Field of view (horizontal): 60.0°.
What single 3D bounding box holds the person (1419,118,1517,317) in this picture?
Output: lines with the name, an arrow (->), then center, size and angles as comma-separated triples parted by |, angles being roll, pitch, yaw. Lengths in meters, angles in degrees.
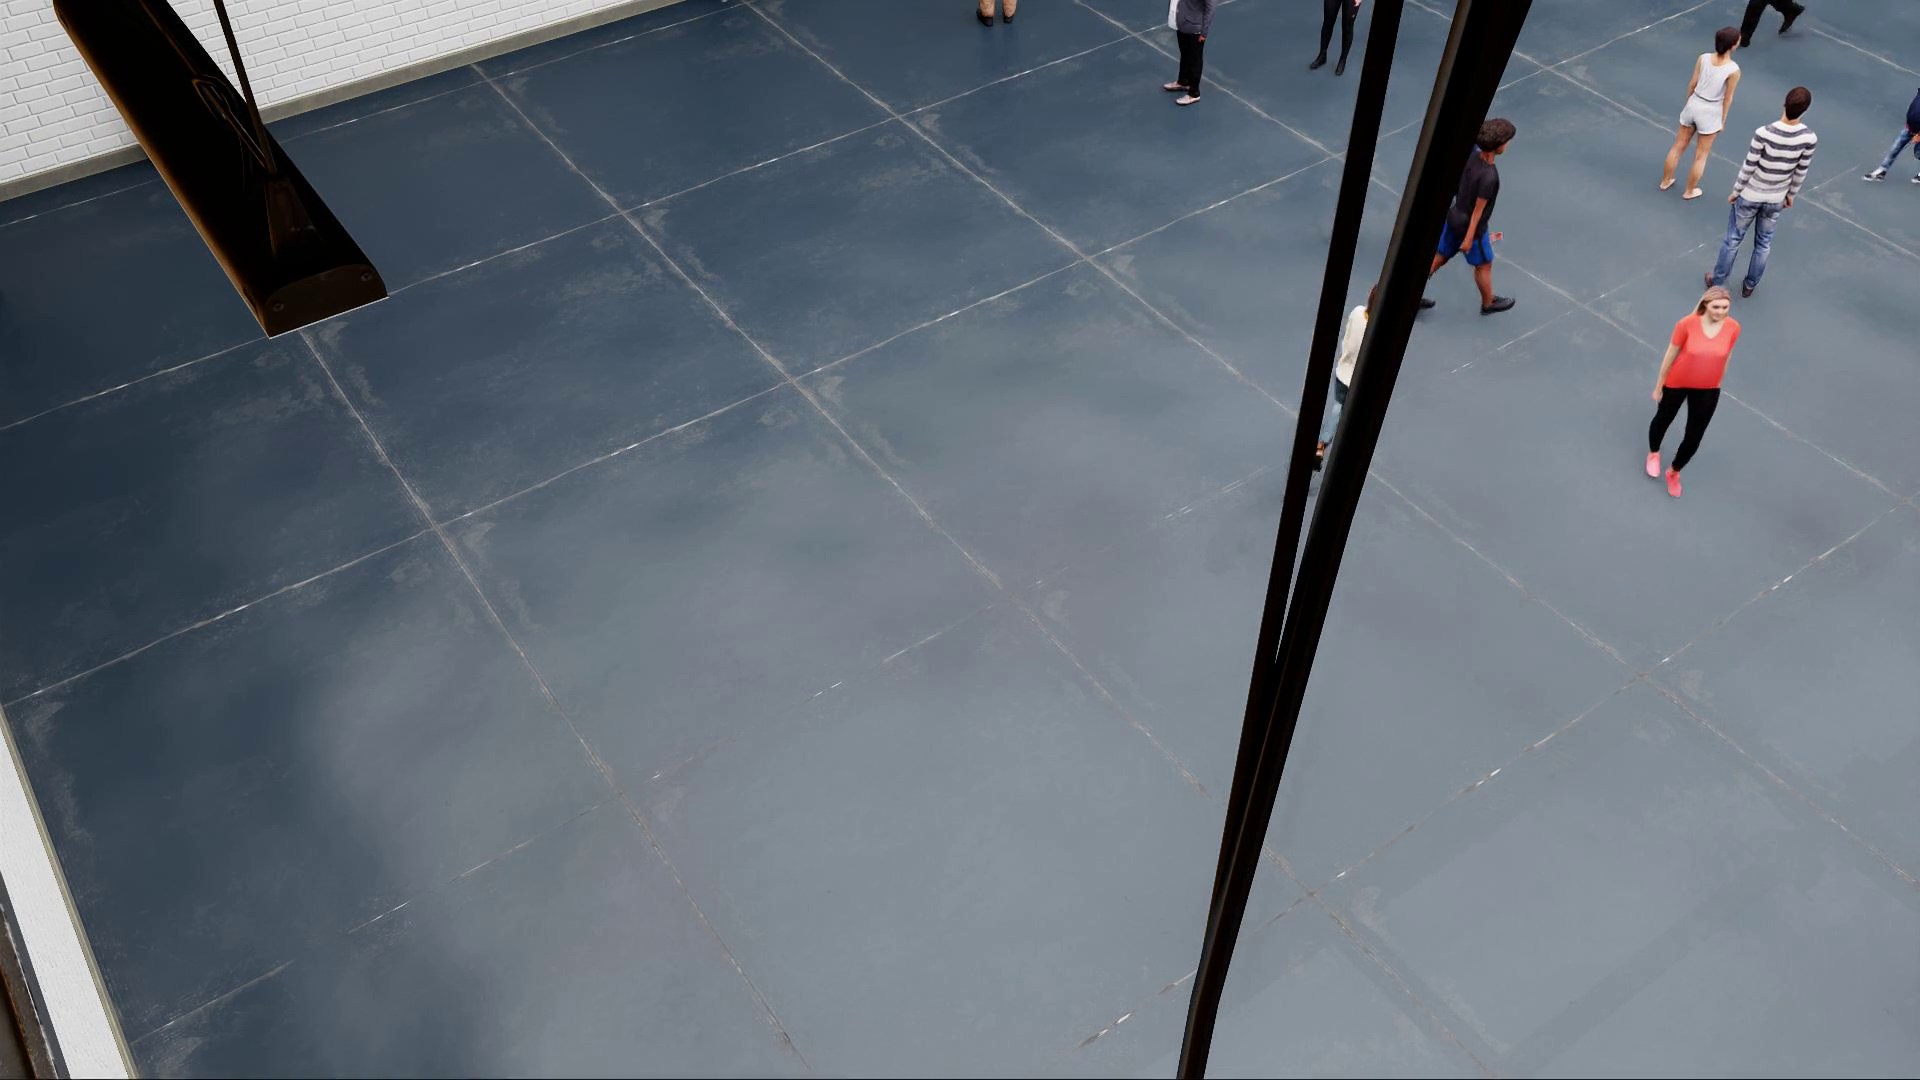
person -> 3.989, -2.533, 13.365 | 1.245, 1.743, 1.004 | -4, 44, -4

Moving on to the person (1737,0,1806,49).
person -> 8.385, -5.901, 16.793 | 1.278, 1.891, 0.996 | -9, 44, -10

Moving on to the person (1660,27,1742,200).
person -> 6.609, -3.800, 14.791 | 0.553, 1.610, 0.572 | -32, 52, -29

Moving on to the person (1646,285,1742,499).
person -> 5.228, -1.154, 11.965 | 0.823, 1.677, 0.885 | 9, 44, 9

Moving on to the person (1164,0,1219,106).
person -> 2.260, -5.013, 16.078 | 0.772, 1.592, 0.757 | -11, 45, -11

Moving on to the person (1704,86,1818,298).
person -> 6.567, -2.832, 13.600 | 0.708, 1.852, 0.764 | 7, 44, 8

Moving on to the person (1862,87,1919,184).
person -> 8.737, -3.755, 15.042 | 0.945, 1.198, 0.776 | -4, 44, -4

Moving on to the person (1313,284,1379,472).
person -> 2.836, -1.129, 11.947 | 0.901, 1.666, 0.709 | -34, 53, -30

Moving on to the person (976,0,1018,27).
person -> 0.373, -6.270, 17.156 | 0.672, 1.923, 0.840 | -9, 44, -10

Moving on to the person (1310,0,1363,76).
person -> 3.808, -5.454, 16.473 | 0.639, 1.684, 0.629 | 23, 48, 23
